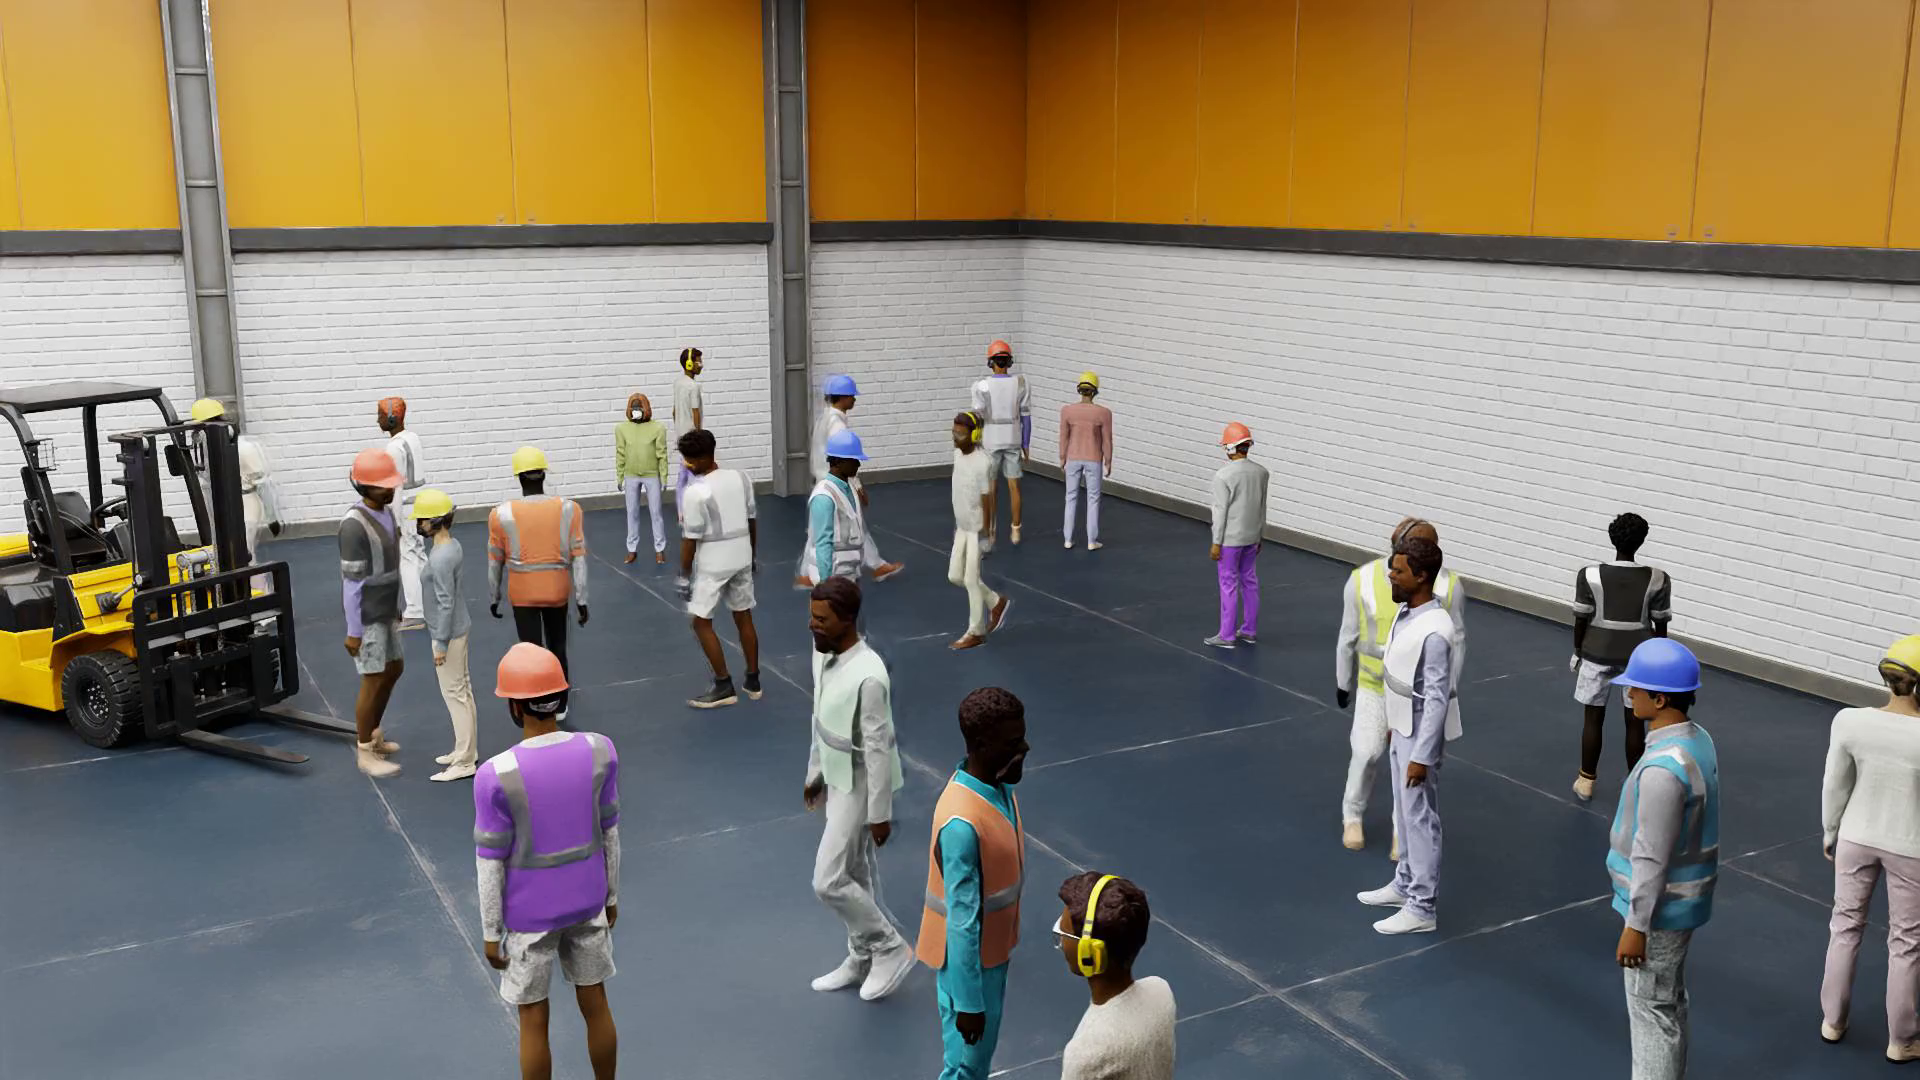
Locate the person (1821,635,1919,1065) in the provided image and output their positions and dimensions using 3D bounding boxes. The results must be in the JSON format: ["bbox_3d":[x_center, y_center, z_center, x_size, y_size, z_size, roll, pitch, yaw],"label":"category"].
[{"bbox_3d":[3.788,1.248,6.780,0.337,1.760,0.526,-11,16,-41],"label":"person"}]

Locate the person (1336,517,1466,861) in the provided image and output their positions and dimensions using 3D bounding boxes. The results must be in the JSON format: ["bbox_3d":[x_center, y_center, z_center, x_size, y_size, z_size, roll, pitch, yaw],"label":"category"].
[{"bbox_3d":[2.327,0.783,8.812,0.659,1.820,0.499,2,12,10],"label":"person"}]

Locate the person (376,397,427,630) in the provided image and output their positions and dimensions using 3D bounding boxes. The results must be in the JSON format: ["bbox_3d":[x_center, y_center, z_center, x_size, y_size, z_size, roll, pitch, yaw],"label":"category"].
[{"bbox_3d":[-4.464,-0.217,13.366,0.345,1.879,0.578,0,12,-1],"label":"person"}]

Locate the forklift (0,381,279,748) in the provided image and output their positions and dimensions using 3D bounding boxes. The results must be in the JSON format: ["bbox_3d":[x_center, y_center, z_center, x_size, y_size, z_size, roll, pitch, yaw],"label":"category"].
[{"bbox_3d":[-5.853,0.085,11.199,2.313,2.155,1.214,7,14,28],"label":"forklift"}]

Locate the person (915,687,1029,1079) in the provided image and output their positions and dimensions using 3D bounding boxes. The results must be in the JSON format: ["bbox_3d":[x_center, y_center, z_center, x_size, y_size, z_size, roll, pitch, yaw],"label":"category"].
[{"bbox_3d":[0.046,1.414,5.623,0.373,1.917,0.594,2,12,10],"label":"person"}]

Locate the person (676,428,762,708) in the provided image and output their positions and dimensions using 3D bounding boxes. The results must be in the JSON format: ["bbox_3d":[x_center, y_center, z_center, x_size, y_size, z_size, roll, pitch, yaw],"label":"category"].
[{"bbox_3d":[-1.614,0.174,11.409,0.374,1.937,0.719,9,15,37],"label":"person"}]

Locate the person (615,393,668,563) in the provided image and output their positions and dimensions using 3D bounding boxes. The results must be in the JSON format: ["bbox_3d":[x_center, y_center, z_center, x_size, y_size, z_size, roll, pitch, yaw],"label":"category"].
[{"bbox_3d":[-2.993,-0.581,15.674,0.497,1.626,0.288,1,12,3],"label":"person"}]

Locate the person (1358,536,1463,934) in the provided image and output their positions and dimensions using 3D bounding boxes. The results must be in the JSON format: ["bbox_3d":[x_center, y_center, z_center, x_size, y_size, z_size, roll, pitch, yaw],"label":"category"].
[{"bbox_3d":[2.172,0.924,7.916,0.391,1.920,0.587,1,12,3],"label":"person"}]

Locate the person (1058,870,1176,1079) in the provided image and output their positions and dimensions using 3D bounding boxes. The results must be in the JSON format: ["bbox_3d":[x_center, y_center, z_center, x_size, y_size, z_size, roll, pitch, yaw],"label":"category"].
[{"bbox_3d":[0.377,1.739,4.252,0.328,1.861,0.501,6,14,28],"label":"person"}]

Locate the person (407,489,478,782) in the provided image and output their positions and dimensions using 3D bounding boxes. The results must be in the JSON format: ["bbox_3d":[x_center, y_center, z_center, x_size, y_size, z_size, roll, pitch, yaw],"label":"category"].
[{"bbox_3d":[-3.095,0.565,9.964,0.323,1.765,0.534,-2,12,-10],"label":"person"}]

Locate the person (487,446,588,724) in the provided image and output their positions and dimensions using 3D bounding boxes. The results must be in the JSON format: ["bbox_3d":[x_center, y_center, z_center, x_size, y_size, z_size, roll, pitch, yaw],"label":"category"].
[{"bbox_3d":[-2.742,0.331,10.748,0.590,1.890,0.827,-5,13,-24],"label":"person"}]

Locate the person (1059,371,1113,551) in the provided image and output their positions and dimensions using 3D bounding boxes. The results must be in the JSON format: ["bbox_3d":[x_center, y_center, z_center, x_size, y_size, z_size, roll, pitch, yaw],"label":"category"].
[{"bbox_3d":[1.232,-0.768,16.243,0.532,1.755,0.342,3,12,15],"label":"person"}]

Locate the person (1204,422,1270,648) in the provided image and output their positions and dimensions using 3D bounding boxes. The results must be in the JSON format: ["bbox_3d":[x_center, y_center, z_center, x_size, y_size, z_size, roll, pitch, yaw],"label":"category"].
[{"bbox_3d":[2.125,-0.042,12.859,0.566,1.743,0.353,-10,16,-39],"label":"person"}]

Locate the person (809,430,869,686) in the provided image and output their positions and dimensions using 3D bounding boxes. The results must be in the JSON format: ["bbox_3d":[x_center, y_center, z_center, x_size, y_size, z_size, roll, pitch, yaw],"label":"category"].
[{"bbox_3d":[-0.806,0.227,11.147,0.415,1.940,0.605,3,12,14],"label":"person"}]

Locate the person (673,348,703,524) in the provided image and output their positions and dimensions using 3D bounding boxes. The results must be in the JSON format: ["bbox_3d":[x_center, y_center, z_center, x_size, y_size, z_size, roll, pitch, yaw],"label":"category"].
[{"bbox_3d":[-2.814,-1.068,17.386,0.330,1.866,0.512,-9,15,-35],"label":"person"}]

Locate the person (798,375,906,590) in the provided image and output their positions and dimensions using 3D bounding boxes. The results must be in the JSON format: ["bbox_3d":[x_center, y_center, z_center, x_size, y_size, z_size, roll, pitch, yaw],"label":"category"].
[{"bbox_3d":[-0.987,-0.499,14.638,0.992,1.893,0.608,-1,12,-4],"label":"person"}]

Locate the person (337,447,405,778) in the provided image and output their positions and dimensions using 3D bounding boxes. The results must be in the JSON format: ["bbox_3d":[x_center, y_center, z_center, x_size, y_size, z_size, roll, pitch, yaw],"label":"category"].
[{"bbox_3d":[-3.508,0.425,10.017,0.516,2.018,0.671,0,12,2],"label":"person"}]

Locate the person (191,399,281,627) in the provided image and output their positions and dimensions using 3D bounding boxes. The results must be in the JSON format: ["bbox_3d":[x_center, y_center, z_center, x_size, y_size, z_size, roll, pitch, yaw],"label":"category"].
[{"bbox_3d":[-5.763,-0.201,13.273,0.601,1.879,0.600,7,14,31],"label":"person"}]

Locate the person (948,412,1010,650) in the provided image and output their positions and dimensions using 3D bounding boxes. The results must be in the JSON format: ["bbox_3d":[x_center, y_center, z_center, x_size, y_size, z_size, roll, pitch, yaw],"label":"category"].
[{"bbox_3d":[0.150,-0.083,12.799,0.528,1.854,0.538,-7,14,-31],"label":"person"}]

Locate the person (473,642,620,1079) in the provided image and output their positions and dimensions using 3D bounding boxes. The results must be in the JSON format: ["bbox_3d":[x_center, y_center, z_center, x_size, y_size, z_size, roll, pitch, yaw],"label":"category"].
[{"bbox_3d":[-1.499,1.314,6.064,0.545,1.930,0.386,-9,15,-36],"label":"person"}]

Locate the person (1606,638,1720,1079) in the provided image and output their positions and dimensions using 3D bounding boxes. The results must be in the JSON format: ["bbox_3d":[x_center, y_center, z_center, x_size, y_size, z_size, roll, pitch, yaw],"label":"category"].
[{"bbox_3d":[2.538,1.308,6.085,0.416,1.940,0.615,7,14,30],"label":"person"}]

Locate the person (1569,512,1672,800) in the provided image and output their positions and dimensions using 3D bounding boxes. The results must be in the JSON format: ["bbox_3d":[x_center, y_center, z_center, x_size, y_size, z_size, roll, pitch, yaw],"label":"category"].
[{"bbox_3d":[3.790,0.680,9.583,0.540,1.695,0.317,3,13,16],"label":"person"}]

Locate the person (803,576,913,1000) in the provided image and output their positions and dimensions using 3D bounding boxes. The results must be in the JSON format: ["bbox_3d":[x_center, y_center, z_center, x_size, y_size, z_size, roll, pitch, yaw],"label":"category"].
[{"bbox_3d":[-0.482,1.079,7.227,0.447,1.904,0.602,-4,13,-19],"label":"person"}]

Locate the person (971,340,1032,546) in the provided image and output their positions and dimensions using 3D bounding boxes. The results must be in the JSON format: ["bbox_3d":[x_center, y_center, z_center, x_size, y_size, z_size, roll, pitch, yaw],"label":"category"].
[{"bbox_3d":[0.399,-0.954,16.445,0.606,2.037,0.382,-2,12,-11],"label":"person"}]
